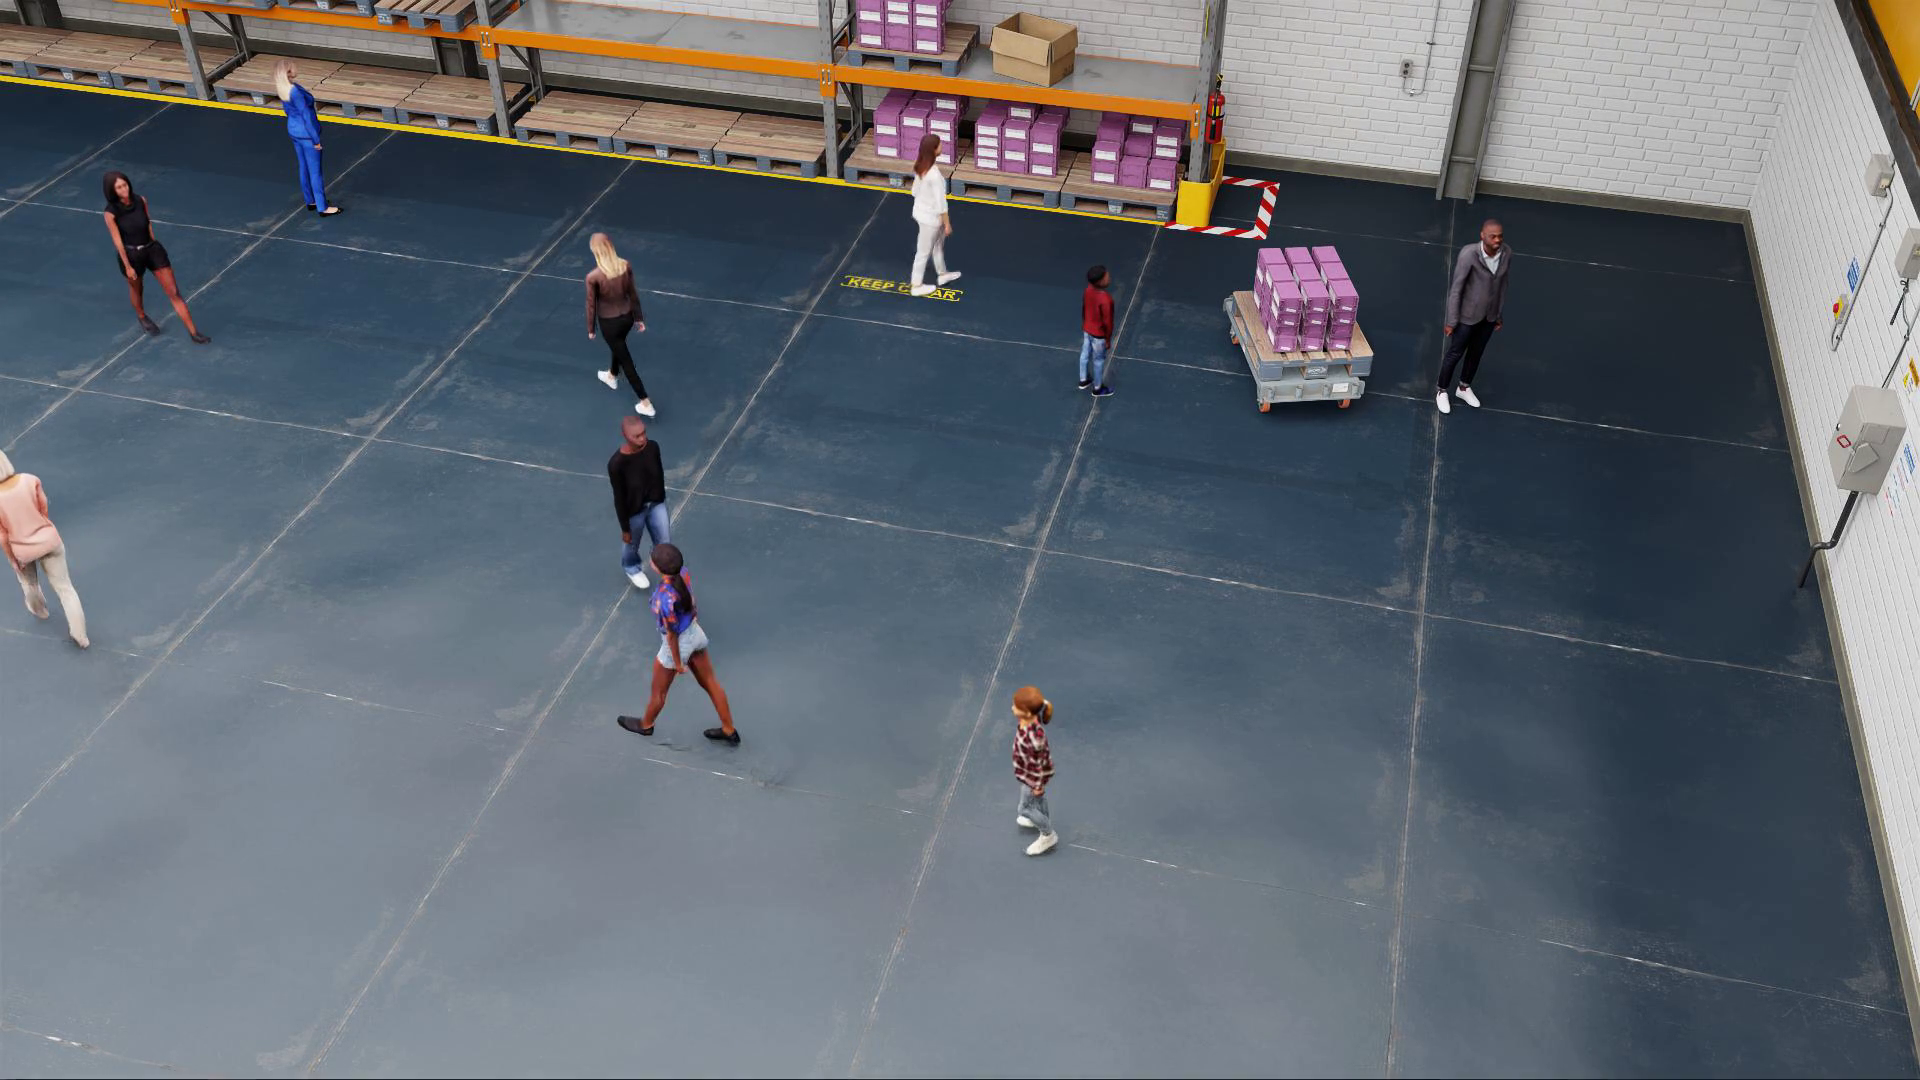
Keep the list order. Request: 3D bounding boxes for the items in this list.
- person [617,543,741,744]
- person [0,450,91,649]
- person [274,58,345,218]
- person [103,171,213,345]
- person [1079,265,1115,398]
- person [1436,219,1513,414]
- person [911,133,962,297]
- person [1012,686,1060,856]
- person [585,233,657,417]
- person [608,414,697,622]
[{"bbox_3d":[-1.775,0.738,11.143,1.066,1.702,0.609,11,40,14],"label":"person"},{"bbox_3d":[-6.626,0.084,11.969,0.905,1.692,1.082,-32,48,-33],"label":"person"},{"bbox_3d":[-6.841,-4.202,17.329,0.658,1.700,0.774,32,48,33],"label":"person"},{"bbox_3d":[-7.588,-2.583,15.317,1.277,1.682,0.872,22,44,25],"label":"person"},{"bbox_3d":[1.207,-1.866,14.762,0.643,1.254,0.573,-23,44,-26],"label":"person"},{"bbox_3d":[4.464,-1.963,14.432,0.741,1.817,0.872,-11,40,-13],"label":"person"},{"bbox_3d":[-0.366,-3.089,15.959,0.952,1.672,0.878,-16,41,-19],"label":"person"},{"bbox_3d":[0.495,1.445,10.587,0.633,1.292,0.615,-5,39,-6],"label":"person"},{"bbox_3d":[-2.922,-1.815,14.378,1.204,1.654,0.966,31,48,33],"label":"person"},{"bbox_3d":[-2.408,-0.226,12.352,1.056,1.699,1.235,-27,46,-30],"label":"person"}]
